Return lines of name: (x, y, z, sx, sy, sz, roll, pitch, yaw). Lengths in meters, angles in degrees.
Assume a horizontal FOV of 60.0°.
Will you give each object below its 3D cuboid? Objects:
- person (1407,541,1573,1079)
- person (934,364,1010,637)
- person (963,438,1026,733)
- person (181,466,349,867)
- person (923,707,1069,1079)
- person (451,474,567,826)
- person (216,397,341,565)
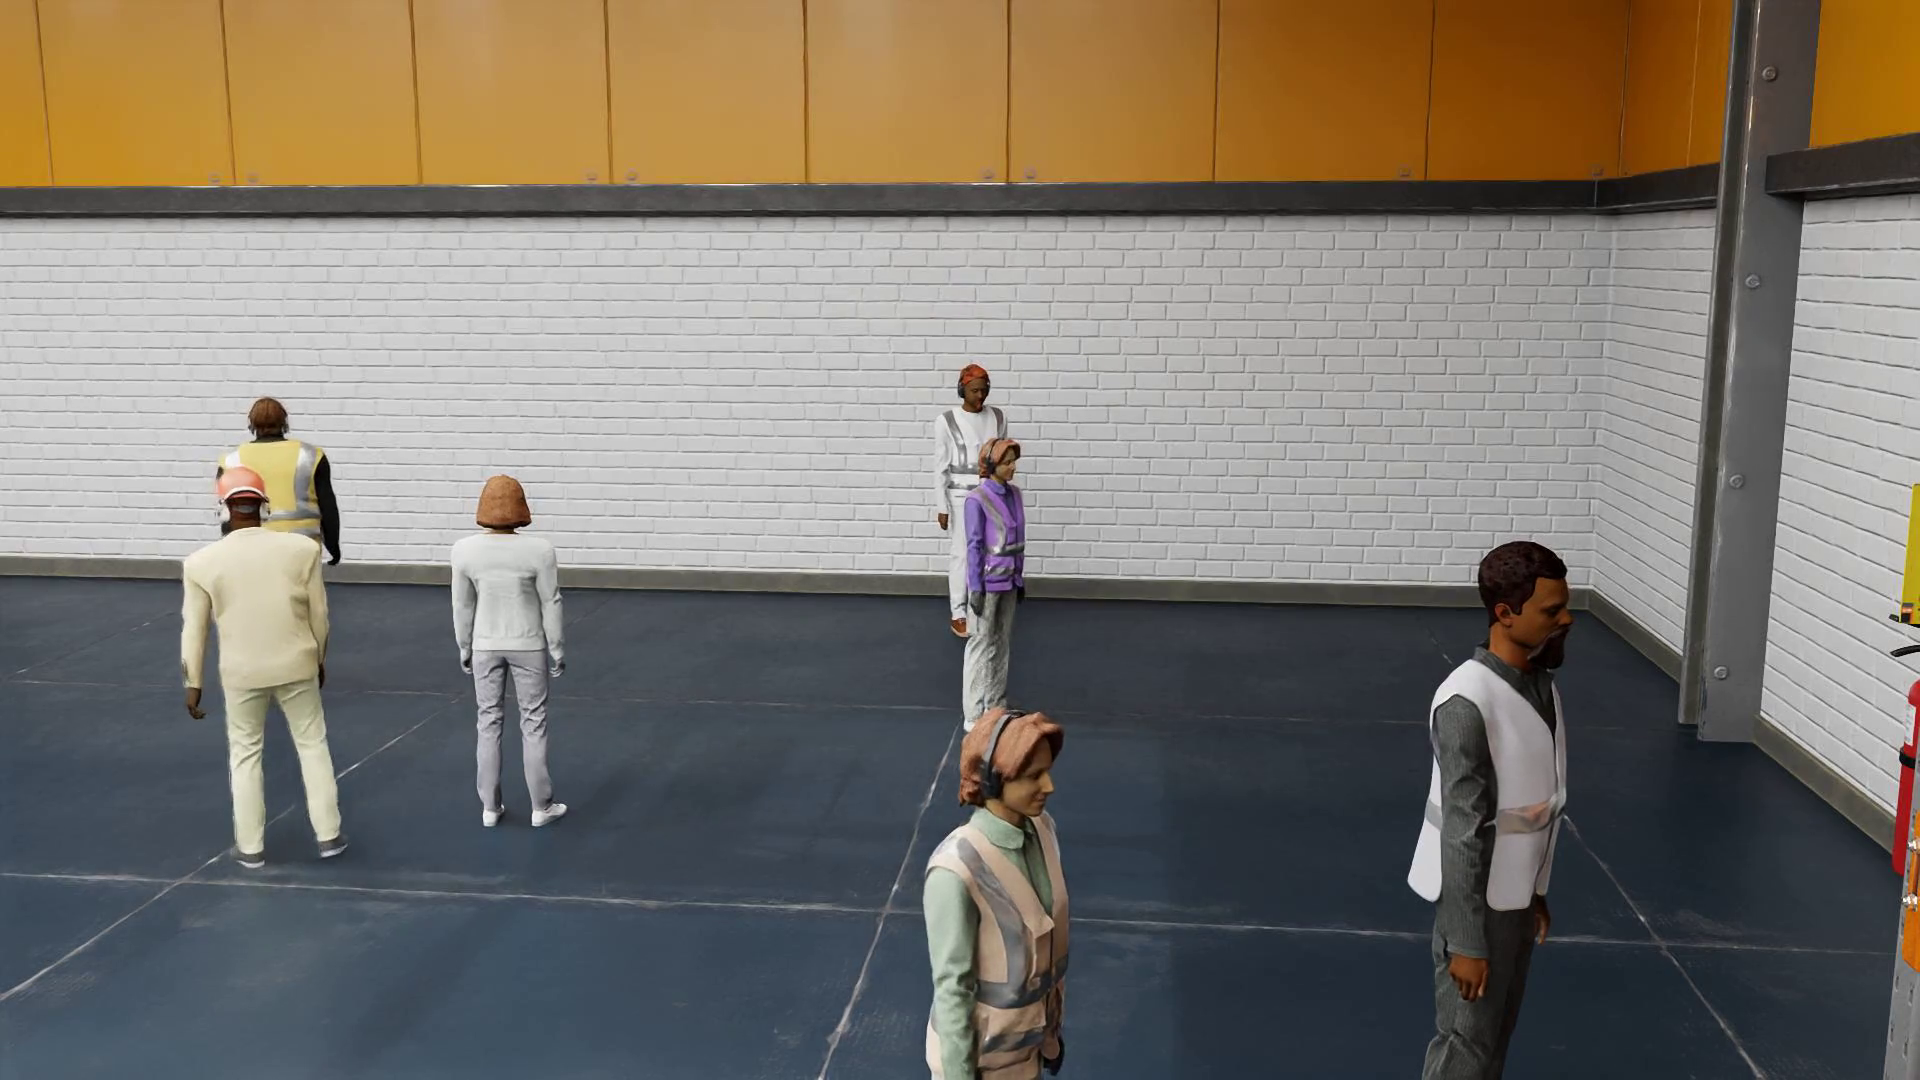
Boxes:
person: (1.389, 0.944, 4.353, 0.391, 1.920, 0.587, 7, 12, 34)
person: (0.093, -0.268, 11.422, 0.587, 1.878, 0.371, -6, 12, -31)
person: (0.193, 0.256, 9.098, 0.310, 1.638, 0.523, 6, 12, 31)
person: (-2.989, 0.553, 7.143, 0.638, 1.726, 0.490, -5, 11, -28)
person: (0.086, 1.183, 3.798, 0.313, 1.637, 0.513, 5, 11, 27)
person: (-2.062, 0.511, 7.642, 0.507, 1.636, 0.277, 0, 10, 3)
person: (-4.003, 0.056, 9.818, 0.626, 1.799, 0.970, -2, 10, -11)
